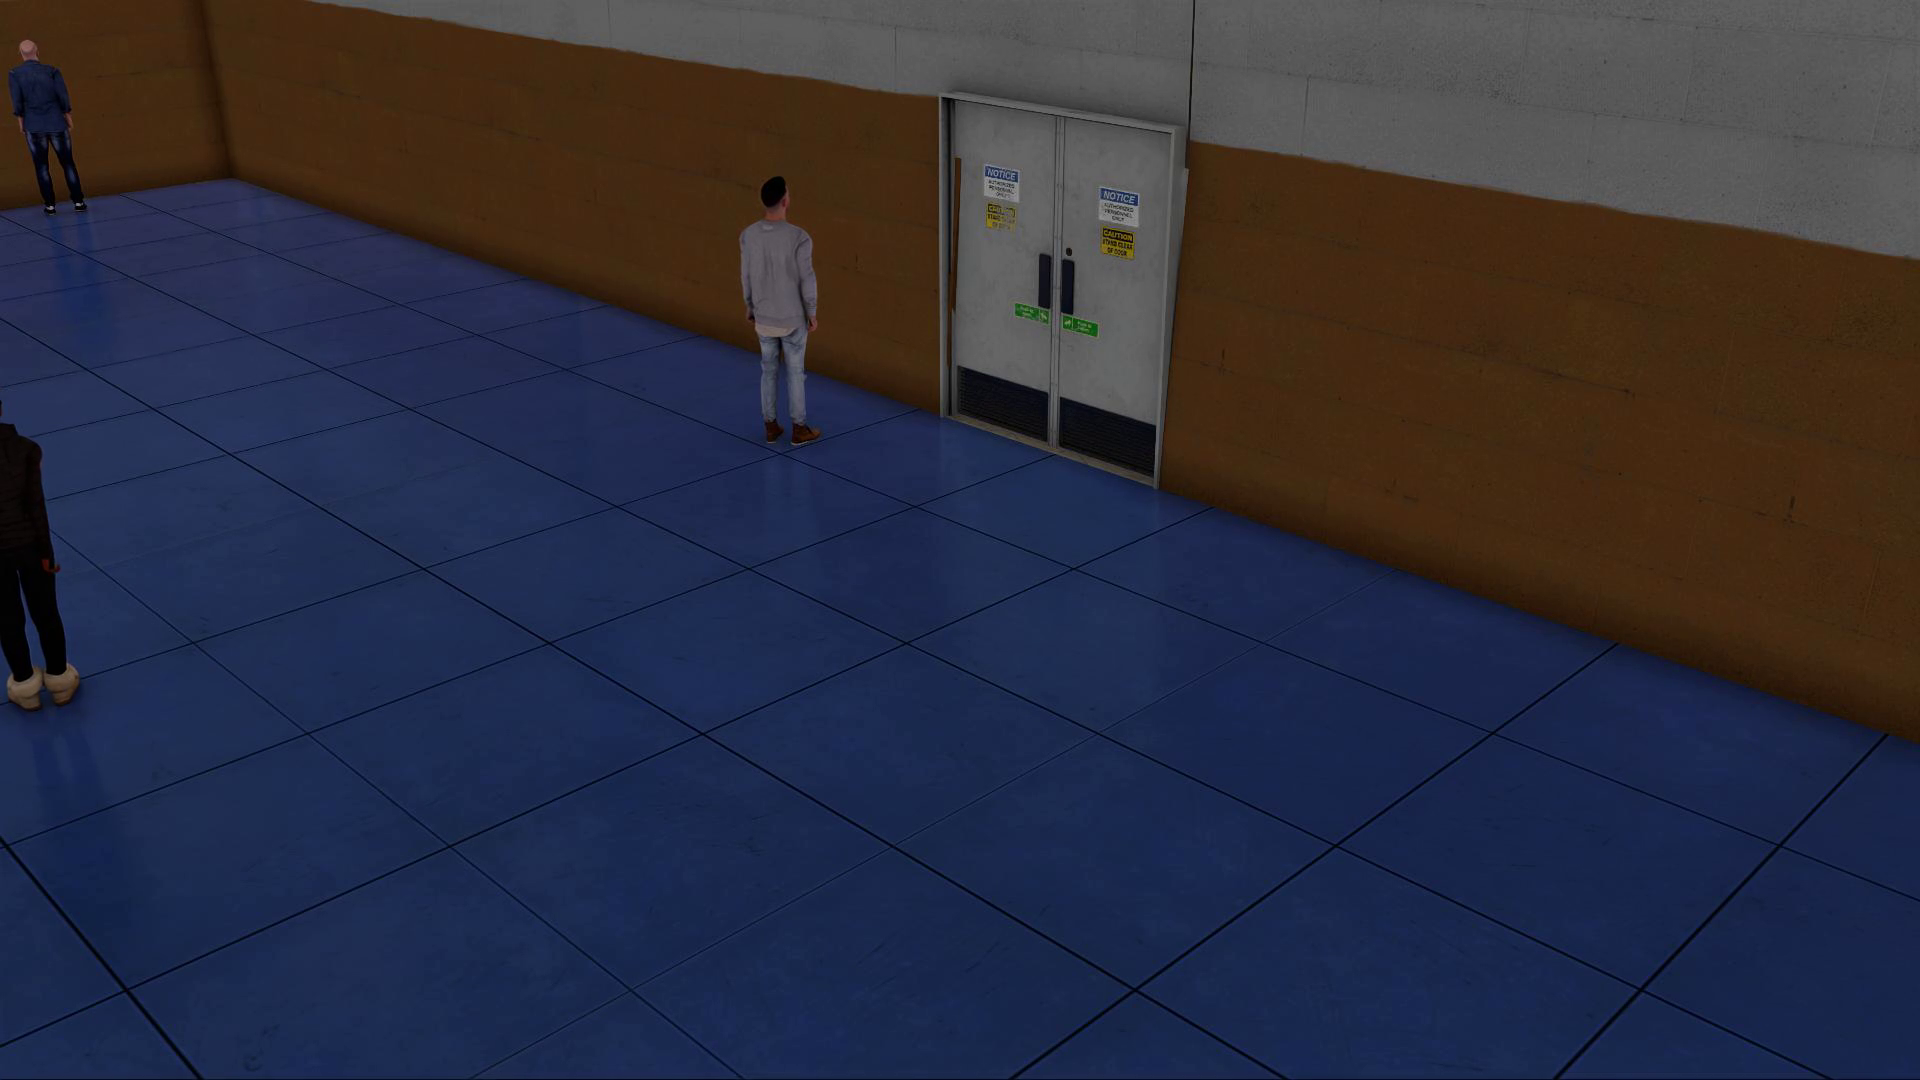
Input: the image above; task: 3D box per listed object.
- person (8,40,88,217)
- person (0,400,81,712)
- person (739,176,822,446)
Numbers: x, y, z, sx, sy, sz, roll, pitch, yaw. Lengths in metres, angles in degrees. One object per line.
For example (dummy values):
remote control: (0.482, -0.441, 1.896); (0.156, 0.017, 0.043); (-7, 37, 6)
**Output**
person: (-9.822, -4.428, 17.871); (0.622, 1.825, 0.840); (-13, 27, -27)
person: (-4.468, 0.050, 7.842); (0.667, 1.660, 0.596); (9, 25, 19)
person: (-1.214, -1.546, 11.267); (0.764, 1.839, 0.734); (7, 25, 17)
